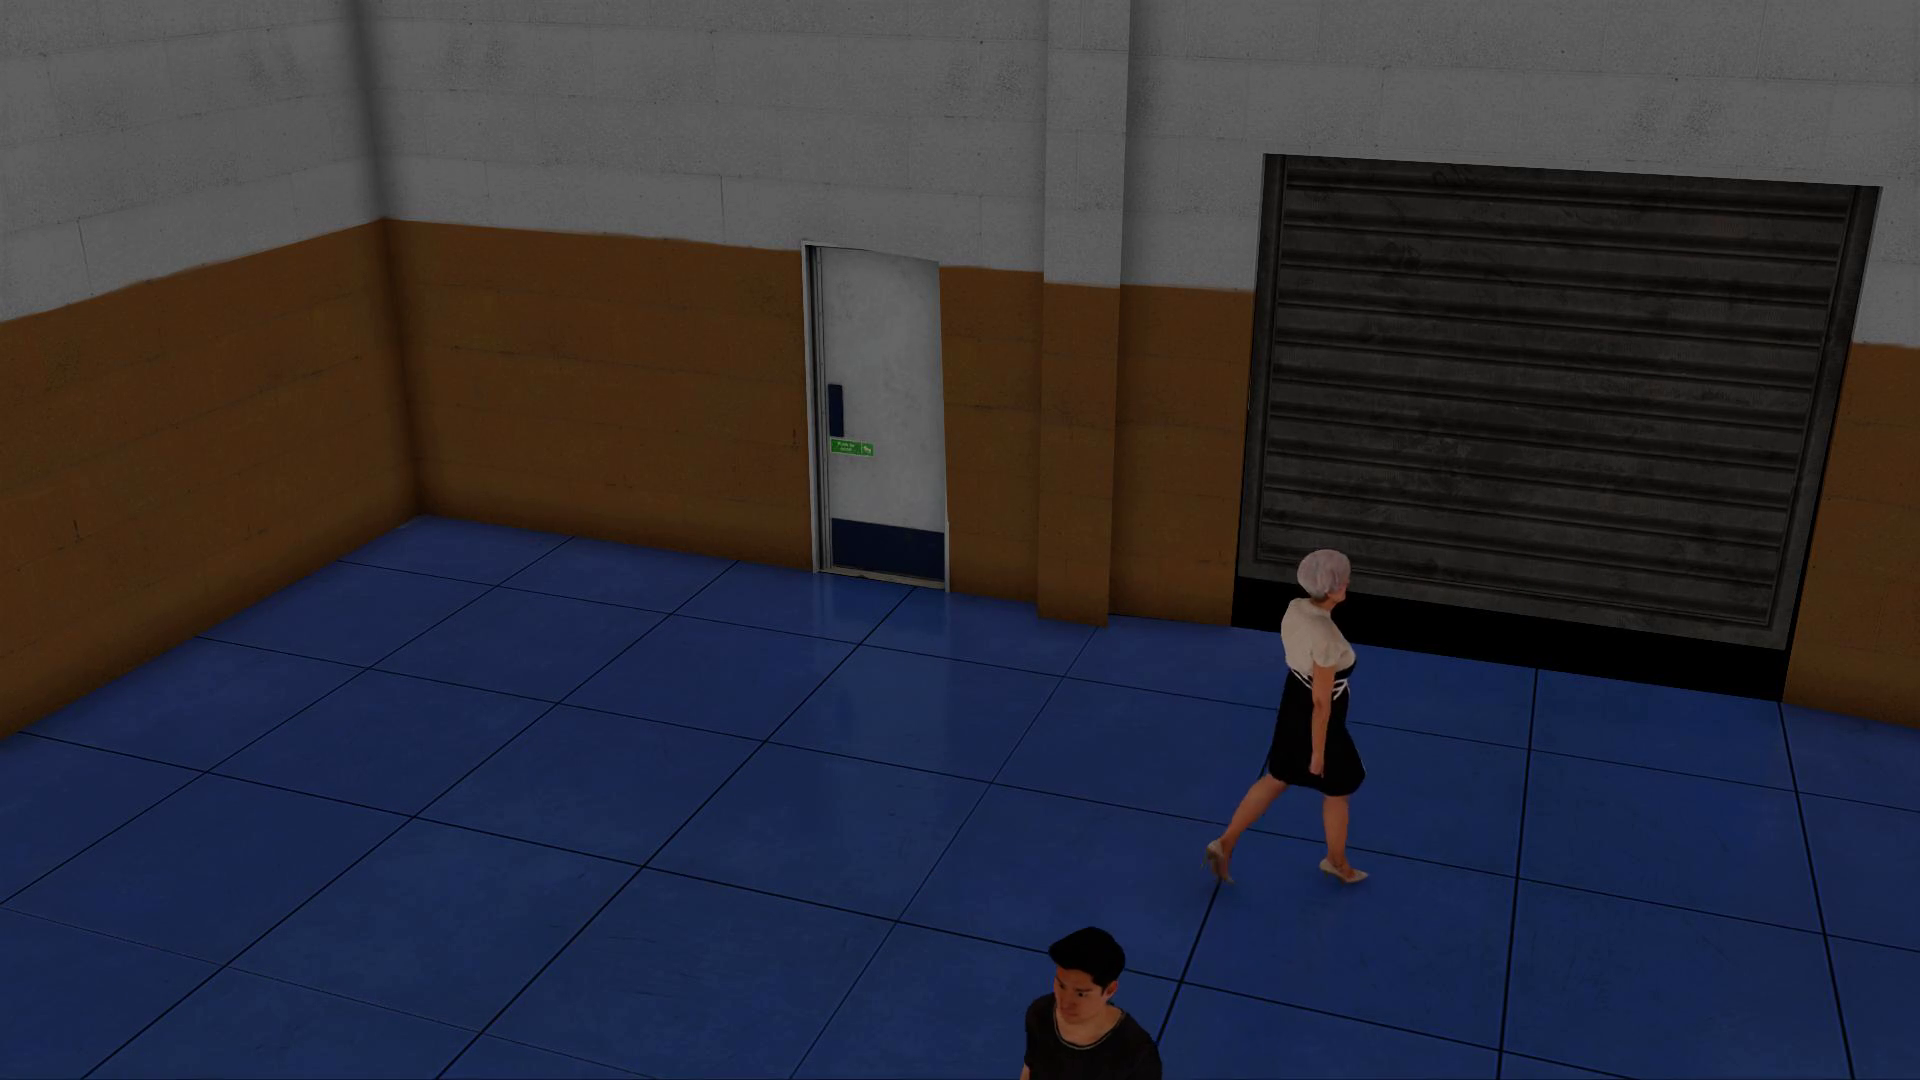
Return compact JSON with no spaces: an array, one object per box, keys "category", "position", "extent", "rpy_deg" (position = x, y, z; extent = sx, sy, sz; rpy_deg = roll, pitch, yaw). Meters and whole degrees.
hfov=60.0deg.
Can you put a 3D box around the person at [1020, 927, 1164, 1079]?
[{"category":"person","position":[0.404,1.870,5.080],"extent":[0.783,1.705,0.811],"rpy_deg":[16,27,35]}]

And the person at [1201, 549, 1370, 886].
[{"category":"person","position":[1.504,0.863,7.563],"extent":[1.140,1.722,0.990],"rpy_deg":[-6,23,-14]}]
